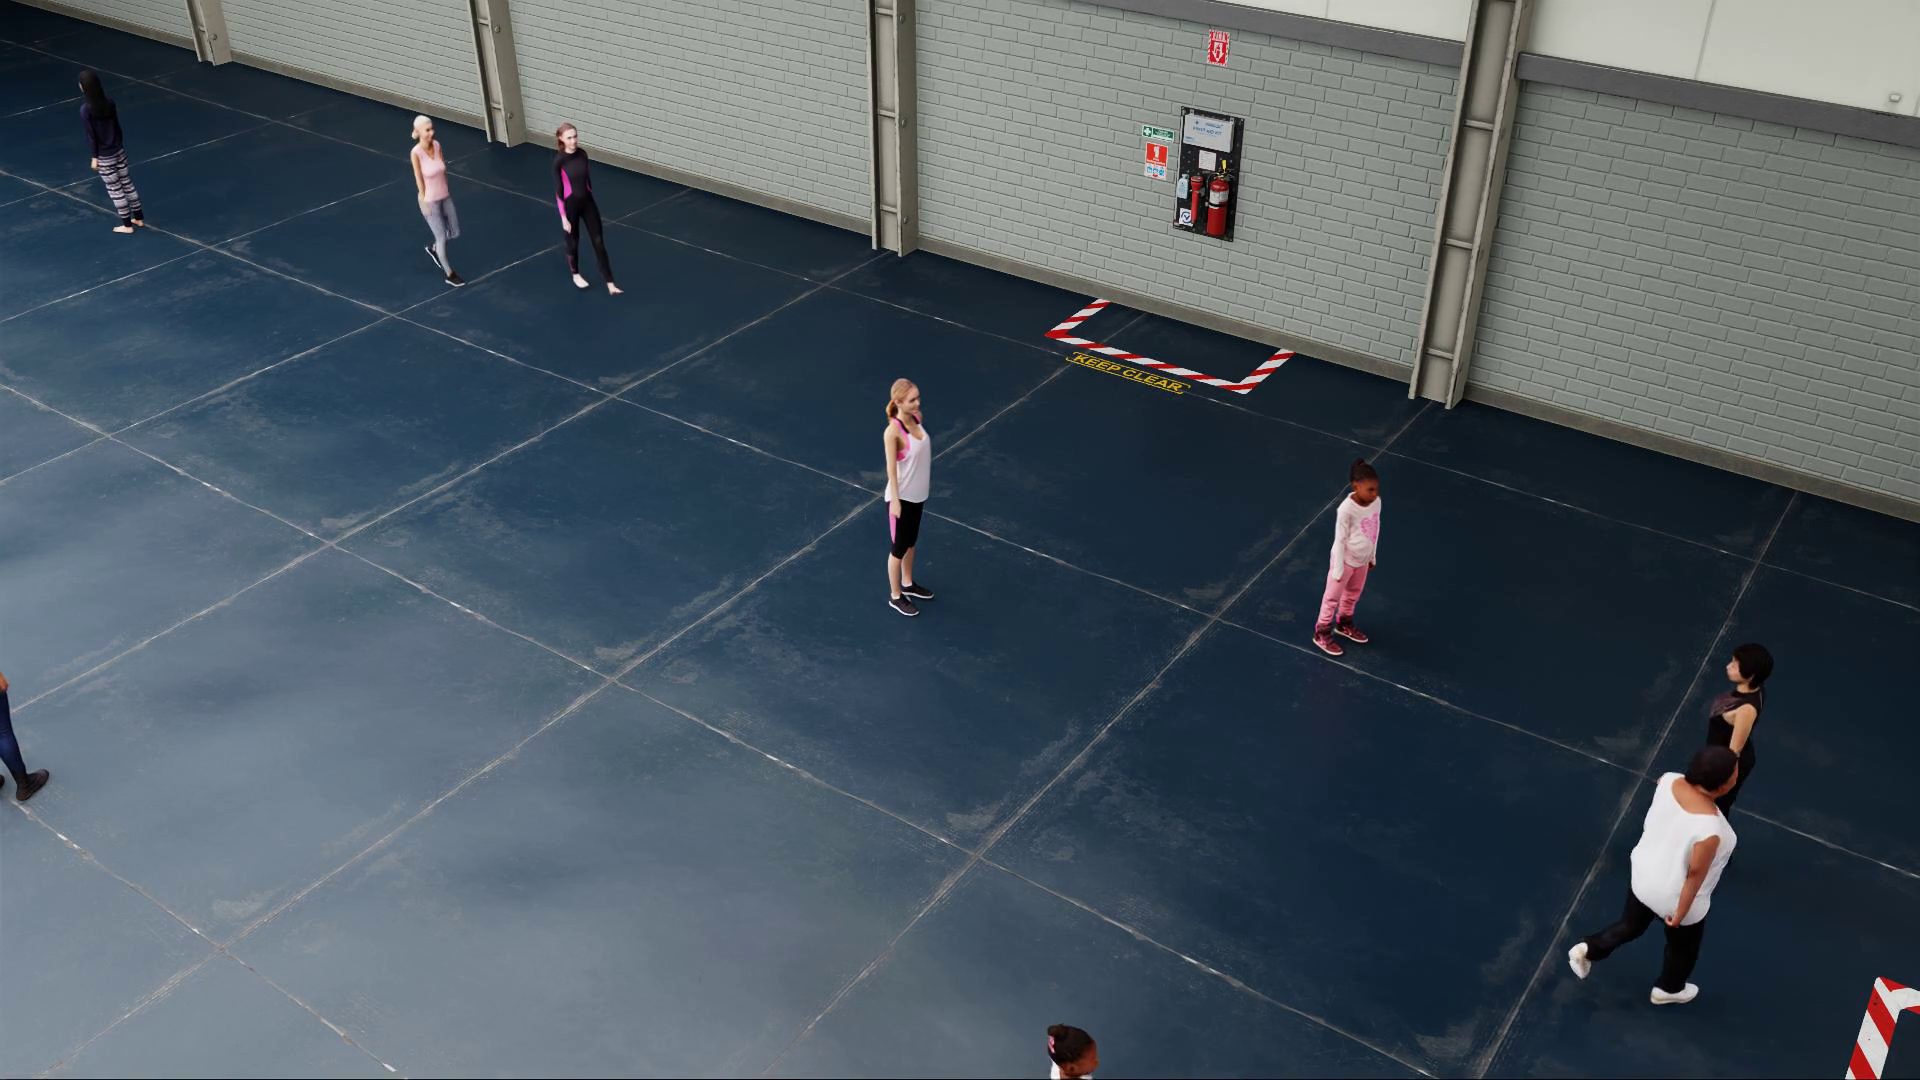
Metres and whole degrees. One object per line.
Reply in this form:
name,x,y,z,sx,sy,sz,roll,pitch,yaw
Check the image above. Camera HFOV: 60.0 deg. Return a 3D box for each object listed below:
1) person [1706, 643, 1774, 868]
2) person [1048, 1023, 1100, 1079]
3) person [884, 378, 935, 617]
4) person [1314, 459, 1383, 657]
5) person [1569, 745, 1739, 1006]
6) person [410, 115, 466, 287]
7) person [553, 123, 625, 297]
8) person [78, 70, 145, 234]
person,4.344,1.273,9.248,0.578,1.591,0.594,19,37,27
person,0.465,2.623,7.236,0.650,1.455,0.617,1,32,1
person,-0.385,-0.319,11.586,0.558,1.788,0.630,15,35,23
person,2.642,0.095,11.252,0.592,1.445,0.589,-20,38,-29
person,3.574,1.722,8.463,1.044,1.669,0.989,-4,33,-7
person,-5.258,-3.380,16.509,0.808,1.713,0.544,19,37,28
person,-3.788,-3.248,16.304,0.788,1.709,1.112,-24,39,-33
person,-9.049,-4.130,17.679,0.618,1.734,0.667,10,34,15
